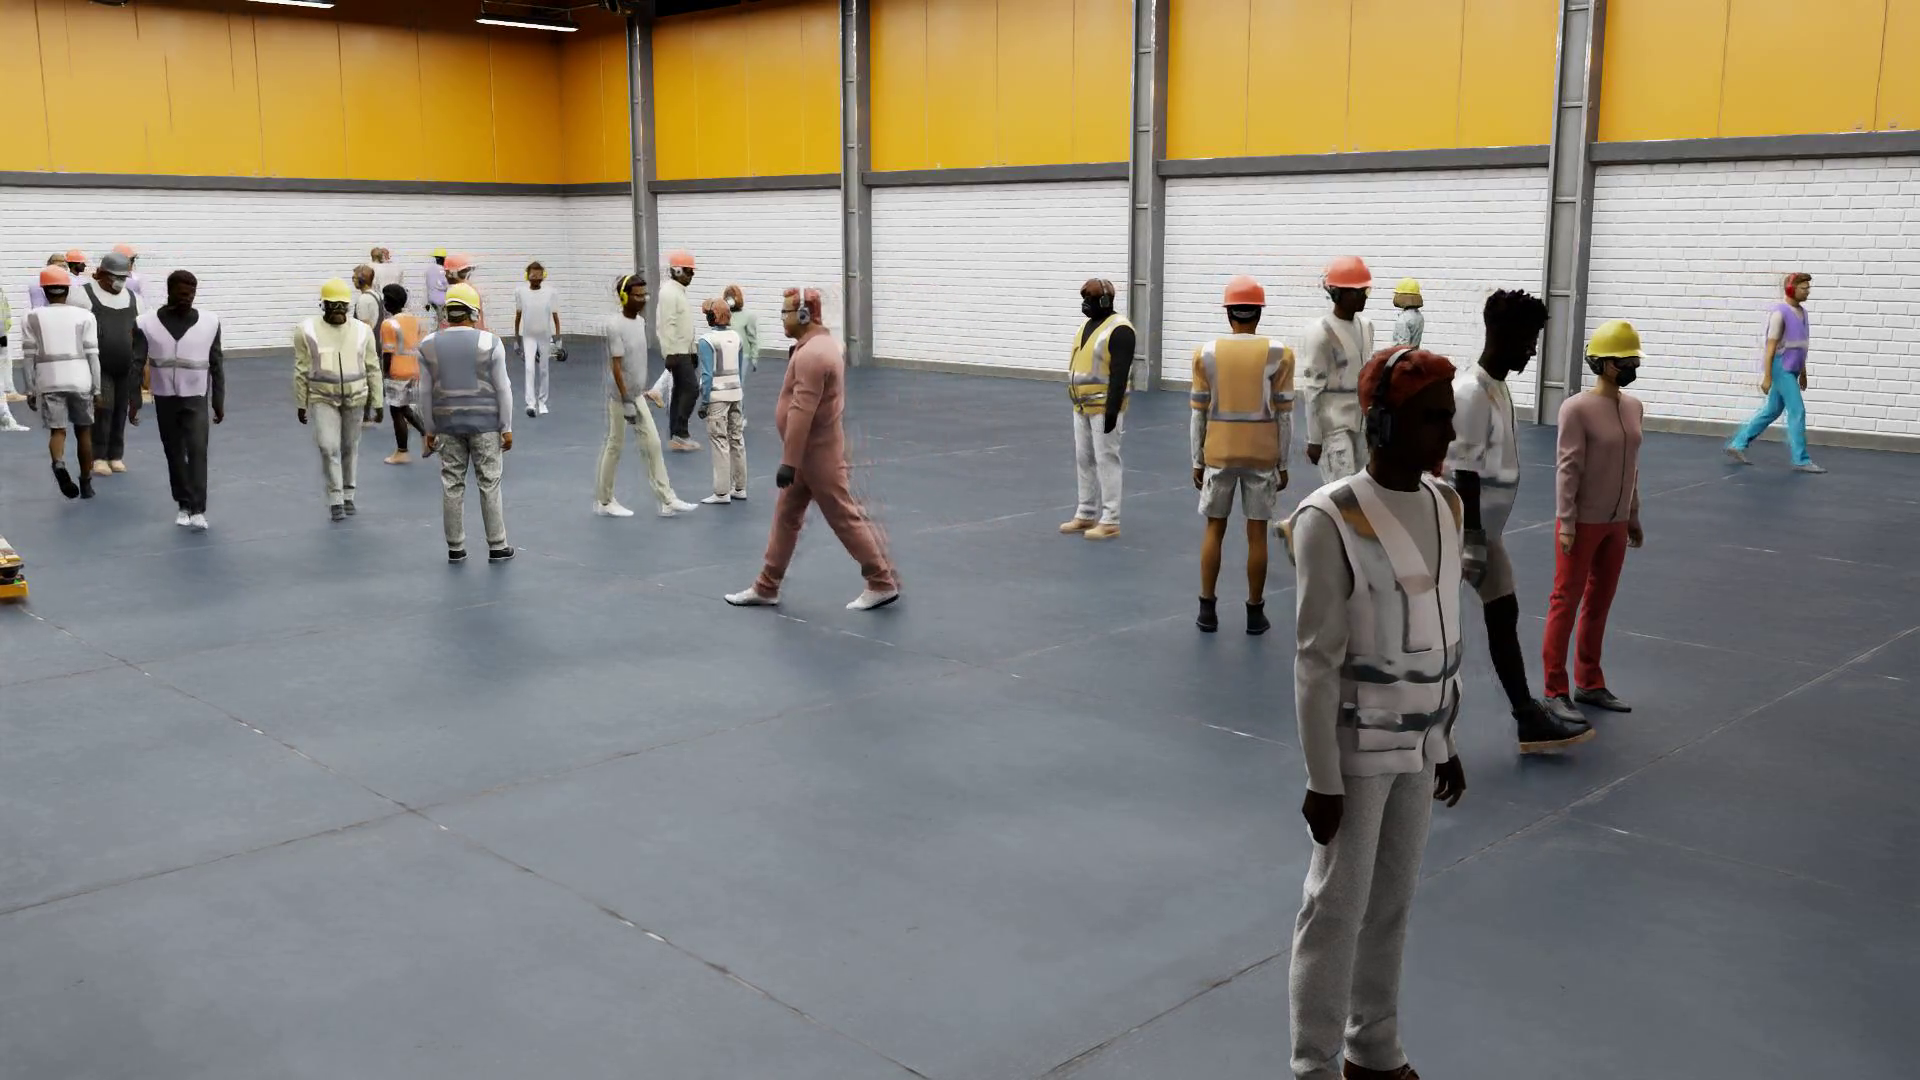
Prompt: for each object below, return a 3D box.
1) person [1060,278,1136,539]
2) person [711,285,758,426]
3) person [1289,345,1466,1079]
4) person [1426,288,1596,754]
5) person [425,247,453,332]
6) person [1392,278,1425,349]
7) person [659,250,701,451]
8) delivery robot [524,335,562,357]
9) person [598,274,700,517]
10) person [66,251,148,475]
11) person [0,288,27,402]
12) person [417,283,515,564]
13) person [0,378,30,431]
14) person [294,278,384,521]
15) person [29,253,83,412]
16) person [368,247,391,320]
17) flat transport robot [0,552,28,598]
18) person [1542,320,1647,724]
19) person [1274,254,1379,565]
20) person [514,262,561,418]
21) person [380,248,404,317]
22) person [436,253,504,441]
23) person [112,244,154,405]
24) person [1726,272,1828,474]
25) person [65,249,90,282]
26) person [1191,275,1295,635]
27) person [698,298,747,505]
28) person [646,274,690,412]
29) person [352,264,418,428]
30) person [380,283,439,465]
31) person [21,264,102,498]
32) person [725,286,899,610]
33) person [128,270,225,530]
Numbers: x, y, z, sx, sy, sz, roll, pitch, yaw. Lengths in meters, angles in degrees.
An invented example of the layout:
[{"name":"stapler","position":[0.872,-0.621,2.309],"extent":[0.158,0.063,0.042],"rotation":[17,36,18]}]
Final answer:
[{"name":"person","position":[0.973,-0.929,11.788],"extent":[0.429,1.838,0.635],"rotation":[-5,12,-26]},{"name":"person","position":[-2.458,-1.968,18.103],"extent":[0.497,1.590,0.863],"rotation":[3,11,15]},{"name":"person","position":[0.986,0.495,3.876],"extent":[0.573,1.883,0.356],"rotation":[-10,14,-43]},{"name":"person","position":[2.170,-0.056,6.778],"extent":[0.936,1.904,0.661],"rotation":[6,12,30]},{"name":"person","position":[-9.398,-4.314,30.044],"extent":[0.588,1.909,0.514],"rotation":[8,13,38]},{"name":"person","position":[4.109,-1.542,15.362],"extent":[0.310,1.744,0.486],"rotation":[7,12,33]},{"name":"person","position":[-2.703,-1.859,16.428],"extent":[0.522,1.980,0.653],"rotation":[0,10,2]},{"name":"delivery robot","position":[-7.052,-3.334,28.122],"extent":[0.707,0.478,0.477],"rotation":[9,14,40]},{"name":"person","position":[-2.389,-1.057,12.466],"extent":[0.896,1.829,0.553],"rotation":[4,11,21]},{"name":"person","position":[-7.584,-1.603,14.886],"extent":[0.626,2.000,0.727],"rotation":[8,13,37]},{"name":"person","position":[-12.394,-2.651,21.199],"extent":[0.632,1.823,0.683],"rotation":[7,13,35]},{"name":"person","position":[-3.193,-0.747,10.814],"extent":[0.589,1.822,0.403],"rotation":[0,10,0]},{"name":"person","position":[-10.644,-1.935,17.937],"extent":[0.862,1.589,0.499],"rotation":[-2,11,-13]},{"name":"person","position":[-4.636,-1.050,12.492],"extent":[0.616,1.803,0.764],"rotation":[-6,12,-31]},{"name":"person","position":[-10.724,-2.454,19.904],"extent":[0.640,1.908,0.830],"rotation":[-9,14,-41]},{"name":"person","position":[-9.954,-4.050,28.541],"extent":[0.628,1.946,0.412],"rotation":[10,14,44]},{"name":"flat transport robot","position":[-6.121,0.162,10.089],"extent":[0.652,0.197,1.431],"rotation":[-7,13,-35]},{"name":"person","position":[2.827,-0.084,7.347],"extent":[0.523,1.769,0.317],"rotation":[-6,12,-31]},{"name":"person","position":[2.242,-0.707,10.054],"extent":[0.691,2.021,0.619],"rotation":[10,14,42]},{"name":"person","position":[-4.990,-2.361,19.646],"extent":[0.523,1.810,0.958],"rotation":[-3,11,-16]},{"name":"person","position":[-10.436,-4.358,30.293],"extent":[0.643,1.902,0.399],"rotation":[-10,14,-44]},{"name":"person","position":[-5.207,-1.985,17.252],"extent":[1.010,1.938,0.614],"rotation":[1,10,5]},{"name":"person","position":[-10.404,-2.687,20.858],"extent":[0.448,2.027,0.604],"rotation":[-4,11,-21]},{"name":"person","position":[7.492,-1.542,15.191],"extent":[0.578,1.811,0.935],"rotation":[-10,14,-42]},{"name":"person","position":[-12.237,-3.061,23.115],"extent":[0.376,1.935,0.550],"rotation":[-6,12,-28]},{"name":"person","position":[1.512,-0.449,8.926],"extent":[0.548,1.927,0.392],"rotation":[3,11,16]},{"name":"person","position":[-1.899,-1.101,13.244],"extent":[0.312,1.639,0.518],"rotation":[6,12,28]},{"name":"person","position":[-3.449,-2.420,19.980],"extent":[0.471,1.813,0.667],"rotation":[-3,11,-17]},{"name":"person","position":[-6.432,-2.123,18.335],"extent":[0.810,1.823,0.513],"rotation":[0,10,-2]},{"name":"person","position":[-5.170,-1.530,15.428],"extent":[0.403,1.686,0.549],"rotation":[3,11,14]},{"name":"person","position":[-7.152,-1.234,13.265],"extent":[0.546,1.911,0.753],"rotation":[-5,11,-24]},{"name":"person","position":[-0.819,-0.504,9.434],"extent":[1.010,1.854,0.657],"rotation":[-1,10,-4]},{"name":"person","position":[-5.644,-0.992,12.001],"extent":[0.633,1.865,0.921],"rotation":[-4,11,-20]}]
